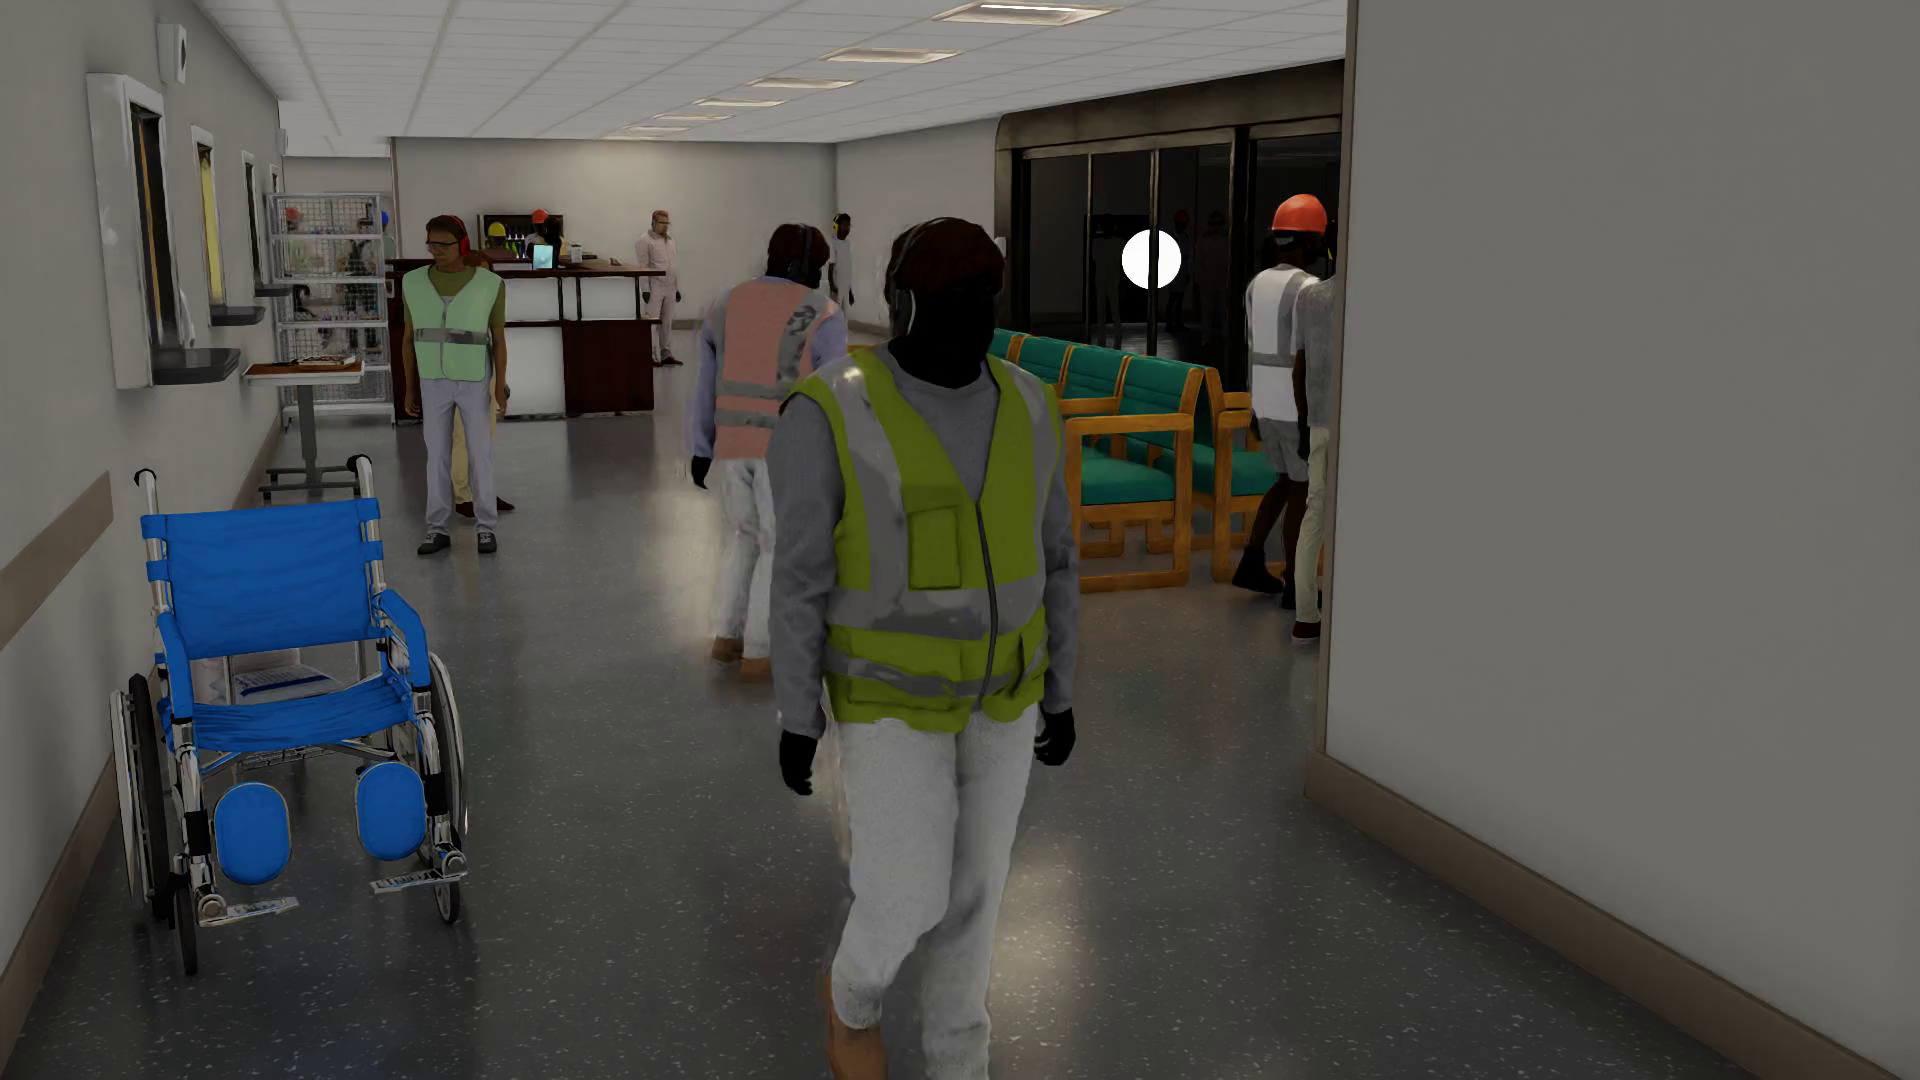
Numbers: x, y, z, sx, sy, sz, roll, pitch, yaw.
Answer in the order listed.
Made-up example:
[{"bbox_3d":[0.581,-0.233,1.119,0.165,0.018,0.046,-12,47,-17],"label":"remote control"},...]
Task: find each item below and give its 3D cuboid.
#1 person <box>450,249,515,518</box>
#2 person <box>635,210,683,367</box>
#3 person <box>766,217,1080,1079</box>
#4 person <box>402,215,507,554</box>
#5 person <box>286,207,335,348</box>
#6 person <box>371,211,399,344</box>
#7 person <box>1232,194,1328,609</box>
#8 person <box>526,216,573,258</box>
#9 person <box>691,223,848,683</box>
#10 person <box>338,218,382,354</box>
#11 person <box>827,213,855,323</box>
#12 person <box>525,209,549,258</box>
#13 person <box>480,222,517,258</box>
[{"bbox_3d":[-2.969,-0.962,10.229,0.281,1.633,0.499,5,12,24],"label":"person"},{"bbox_3d":[-3.673,-3.091,20.471,0.406,1.901,0.639,7,13,32],"label":"person"},{"bbox_3d":[-0.048,0.304,3.225,0.651,1.829,0.445,-7,13,-31],"label":"person"},{"bbox_3d":[-2.745,-0.841,9.084,0.563,1.837,0.388,-1,11,-3],"label":"person"},{"bbox_3d":[-9.001,-3.541,22.628,0.892,1.964,0.617,-9,14,-39],"label":"person"},{"bbox_3d":[-8.086,-3.685,23.503,0.501,1.921,0.741,-6,12,-27],"label":"person"},{"bbox_3d":[1.565,-0.622,7.719,0.411,1.932,0.564,-4,12,-18],"label":"person"},{"bbox_3d":[-5.044,-3.095,20.681,0.649,1.834,0.432,-8,14,-36],"label":"person"},{"bbox_3d":[-0.738,-0.340,6.602,0.645,1.805,0.508,6,13,29],"label":"person"},{"bbox_3d":[-8.016,-3.371,22.164,0.652,1.809,0.348,0,11,2],"label":"person"},{"bbox_3d":[-1.446,-3.037,20.280,0.310,1.865,0.535,5,12,23],"label":"person"},{"bbox_3d":[-5.813,-3.642,23.233,0.549,1.928,0.389,2,11,11],"label":"person"},{"bbox_3d":[-5.668,-3.036,20.551,0.550,1.762,0.363,-10,15,-42],"label":"person"}]
